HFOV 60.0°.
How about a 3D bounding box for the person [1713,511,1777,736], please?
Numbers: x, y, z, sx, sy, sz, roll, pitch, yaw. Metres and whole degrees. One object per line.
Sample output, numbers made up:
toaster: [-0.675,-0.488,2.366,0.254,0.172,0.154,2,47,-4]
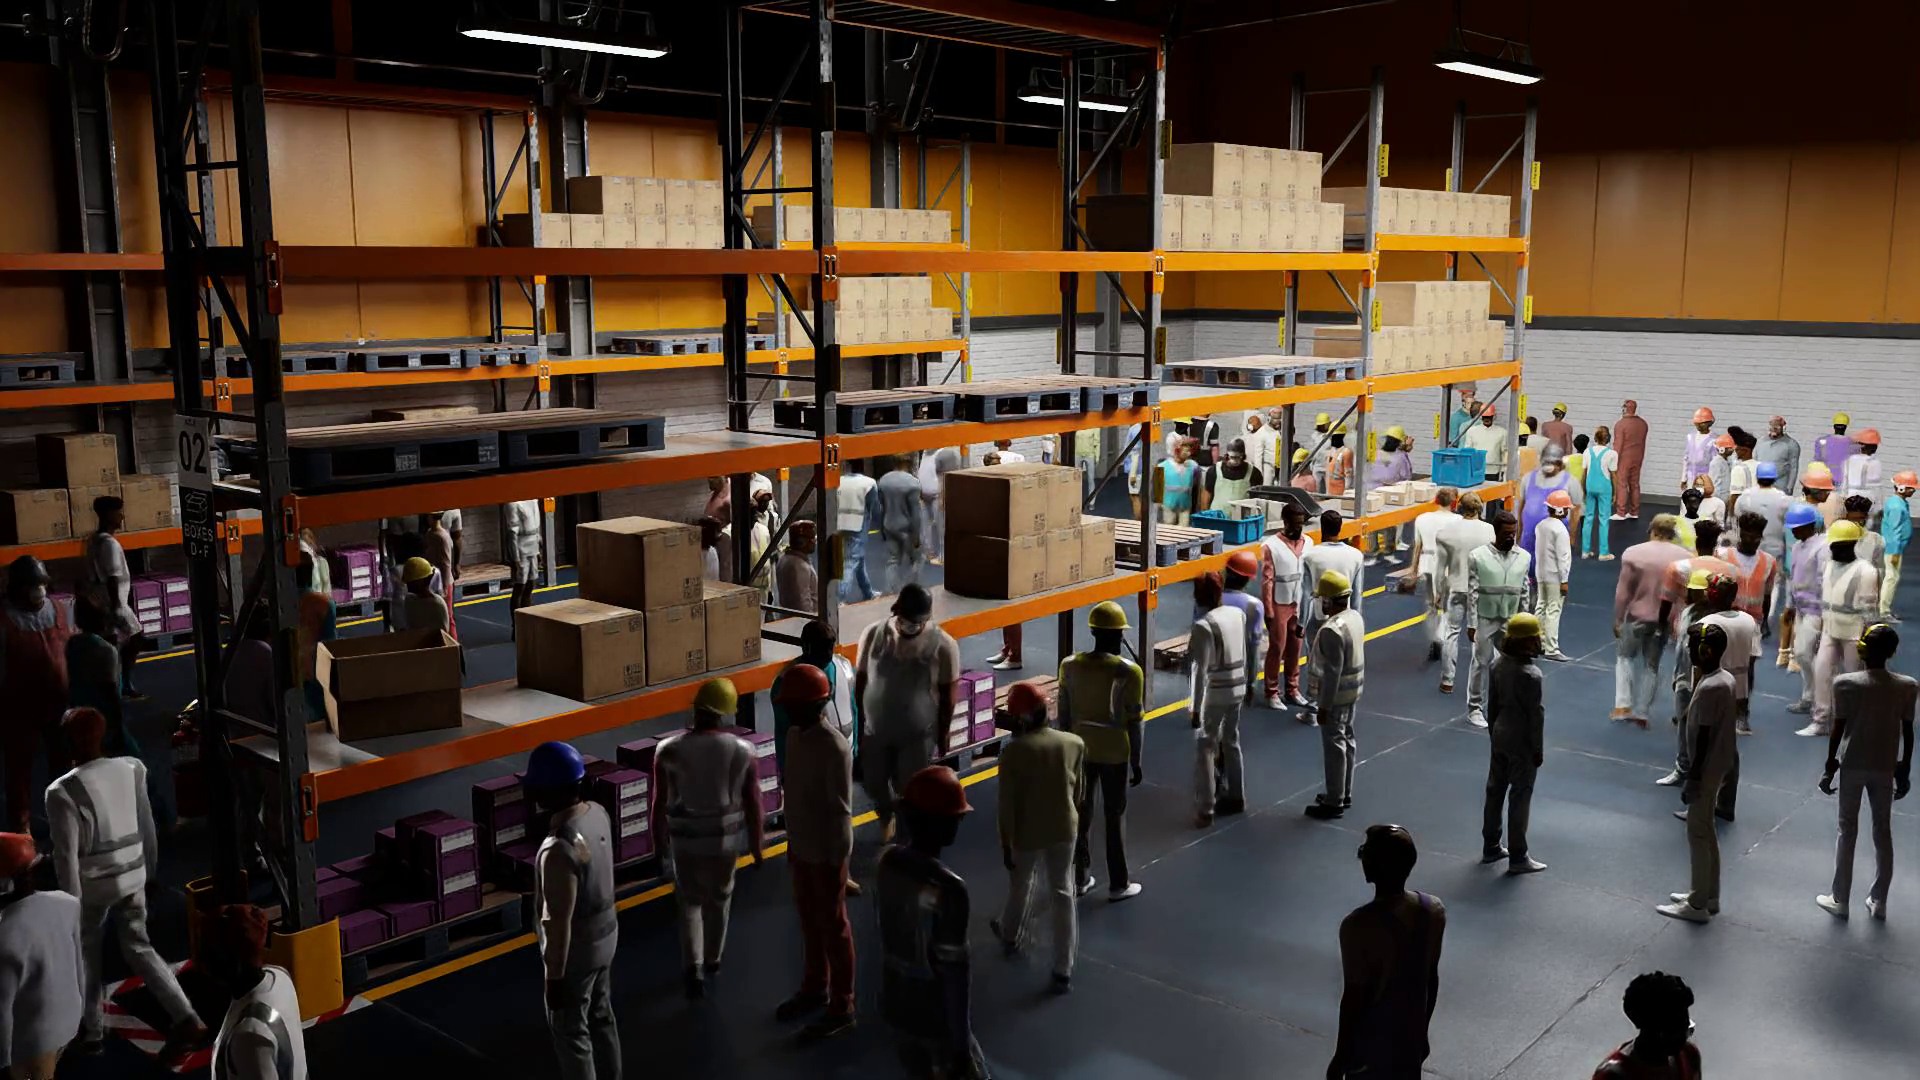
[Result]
person: [6.790,0.677,14.593,0.613,1.932,0.912,1,10,7]

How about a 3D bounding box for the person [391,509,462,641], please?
person: [-5.446,0.212,17.018,0.681,2.000,0.535,-4,10,-20]

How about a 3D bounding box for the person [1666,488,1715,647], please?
person: [7.682,0.294,17.555,0.541,1.695,0.315,2,10,9]

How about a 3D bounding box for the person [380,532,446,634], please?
person: [-4.864,0.765,14.884,0.614,1.653,0.631,-7,12,-35]

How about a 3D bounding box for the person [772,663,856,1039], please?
person: [-0.778,1.619,8.794,0.408,1.986,0.618,-6,11,-33]

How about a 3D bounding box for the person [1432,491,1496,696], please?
person: [4.764,0.502,15.639,0.634,1.931,0.359,3,10,16]

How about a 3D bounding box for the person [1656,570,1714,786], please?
person: [5.611,1.085,12.690,0.284,1.746,0.489,-3,10,-15]

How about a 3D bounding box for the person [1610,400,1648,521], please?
person: [10.484,-1.255,26.177,0.644,1.907,0.399,-4,10,-24]

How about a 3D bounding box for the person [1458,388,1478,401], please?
person: [8.845,-1.762,28.957,0.392,1.989,0.610,-1,10,-5]

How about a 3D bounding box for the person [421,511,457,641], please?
person: [-5.177,0.443,16.452,0.308,1.772,0.523,-7,12,-35]

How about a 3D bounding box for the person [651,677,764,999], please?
person: [-1.397,1.645,9.218,0.617,1.786,0.697,-2,10,-12]

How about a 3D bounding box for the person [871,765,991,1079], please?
person: [-0.103,1.917,6.878,0.443,2.028,0.616,-8,12,-38]

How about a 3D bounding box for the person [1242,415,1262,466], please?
person: [4.669,-1.171,26.491,0.276,1.633,0.507,-9,13,-42]

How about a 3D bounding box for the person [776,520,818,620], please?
person: [-1.329,0.772,14.075,0.403,1.906,0.652,-3,10,-18]

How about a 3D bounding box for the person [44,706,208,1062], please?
person: [-4.238,1.755,8.412,0.829,1.854,0.592,4,10,24]

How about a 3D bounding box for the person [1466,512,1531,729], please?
person: [4.690,0.693,14.556,0.582,1.911,0.392,-2,10,-9]

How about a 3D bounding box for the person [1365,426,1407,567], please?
person: [5.655,-0.582,22.253,0.662,1.882,0.395,0,10,0]

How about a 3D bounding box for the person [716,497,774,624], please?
person: [-2.023,0.496,15.919,0.429,1.844,0.627,7,12,38]

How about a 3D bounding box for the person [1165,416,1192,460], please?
person: [3.187,-0.940,24.268,0.398,1.920,0.586,5,11,27]

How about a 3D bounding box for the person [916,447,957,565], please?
person: [-0.365,-0.654,22.190,0.655,2.000,0.746,-5,11,-26]

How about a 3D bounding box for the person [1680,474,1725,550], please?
person: [8.558,0.041,19.252,0.507,1.632,0.268,8,12,40]

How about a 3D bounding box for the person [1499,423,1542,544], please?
person: [7.504,-0.613,22.327,0.596,1.912,0.399,-4,10,-24]

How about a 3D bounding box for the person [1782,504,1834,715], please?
person: [7.586,0.632,14.911,0.491,1.906,0.641,1,10,4]

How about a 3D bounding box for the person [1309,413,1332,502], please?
person: [5.666,-1.123,25.911,0.490,1.732,0.323,6,11,33]

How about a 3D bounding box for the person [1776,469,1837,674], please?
person: [8.386,0.307,16.445,0.391,2.040,0.615,1,10,6]

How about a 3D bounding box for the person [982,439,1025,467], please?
person: [0.567,-0.499,21.759,0.581,1.877,0.356,1,10,5]

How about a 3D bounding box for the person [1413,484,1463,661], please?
person: [4.853,0.353,16.834,0.571,1.825,0.554,6,11,31]

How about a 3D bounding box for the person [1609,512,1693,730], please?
person: [6.023,0.706,14.503,0.656,1.901,0.439,1,10,6]

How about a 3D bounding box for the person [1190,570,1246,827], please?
person: [1.878,1.130,12.097,0.649,1.865,0.382,-9,13,-43]

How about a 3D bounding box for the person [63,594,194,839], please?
person: [-5.834,1.249,11.559,0.557,1.798,0.791,5,11,26]

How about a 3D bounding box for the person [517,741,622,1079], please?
person: [-1.762,1.850,7.560,0.416,1.938,0.616,1,10,7]

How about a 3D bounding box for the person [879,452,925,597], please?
person: [-0.644,-0.106,19.285,0.658,1.916,0.639,7,12,37]

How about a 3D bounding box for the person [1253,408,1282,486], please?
person: [4.689,-1.034,24.902,0.654,1.897,0.403,-6,11,-32]

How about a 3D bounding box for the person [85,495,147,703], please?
person: [-7.733,0.552,15.258,0.541,1.945,0.651,-9,13,-42]

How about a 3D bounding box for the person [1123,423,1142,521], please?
person: [2.529,-1.035,24.495,0.400,2.034,0.609,1,10,6]

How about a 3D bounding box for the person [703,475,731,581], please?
person: [-2.591,0.115,18.002,0.407,1.904,0.654,-6,11,-30]

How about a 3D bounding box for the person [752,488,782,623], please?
person: [-2.158,0.252,18.007,0.514,1.634,0.313,-7,12,-35]

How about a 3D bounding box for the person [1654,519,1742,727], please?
person: [6.261,0.784,14.023,0.614,1.914,1.021,0,10,0]

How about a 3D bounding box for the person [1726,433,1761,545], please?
person: [9.698,-0.337,20.561,0.607,1.956,0.384,-6,11,-32]

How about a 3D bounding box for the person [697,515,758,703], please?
person: [-2.344,0.666,15.115,1.015,1.777,0.537,6,11,30]

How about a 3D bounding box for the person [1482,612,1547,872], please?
person: [3.736,1.343,11.149,0.290,1.746,0.484,-4,10,-23]

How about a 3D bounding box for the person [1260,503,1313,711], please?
person: [2.964,0.599,15.122,0.598,1.908,0.410,-6,11,-33]

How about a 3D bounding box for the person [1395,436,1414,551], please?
person: [6.222,-0.664,23.472,0.314,1.630,0.528,3,10,19]

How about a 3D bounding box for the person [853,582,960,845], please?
person: [-0.384,1.201,11.117,0.758,2.000,0.634,2,10,12]

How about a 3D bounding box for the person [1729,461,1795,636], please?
person: [8.639,0.110,17.929,0.641,1.934,0.437,4,10,25]

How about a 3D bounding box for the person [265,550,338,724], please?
person: [-4.962,1.030,12.568,0.609,1.894,0.440,0,10,2]

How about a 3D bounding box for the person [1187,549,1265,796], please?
person: [2.023,1.019,12.688,0.566,1.894,0.812,1,10,8]
